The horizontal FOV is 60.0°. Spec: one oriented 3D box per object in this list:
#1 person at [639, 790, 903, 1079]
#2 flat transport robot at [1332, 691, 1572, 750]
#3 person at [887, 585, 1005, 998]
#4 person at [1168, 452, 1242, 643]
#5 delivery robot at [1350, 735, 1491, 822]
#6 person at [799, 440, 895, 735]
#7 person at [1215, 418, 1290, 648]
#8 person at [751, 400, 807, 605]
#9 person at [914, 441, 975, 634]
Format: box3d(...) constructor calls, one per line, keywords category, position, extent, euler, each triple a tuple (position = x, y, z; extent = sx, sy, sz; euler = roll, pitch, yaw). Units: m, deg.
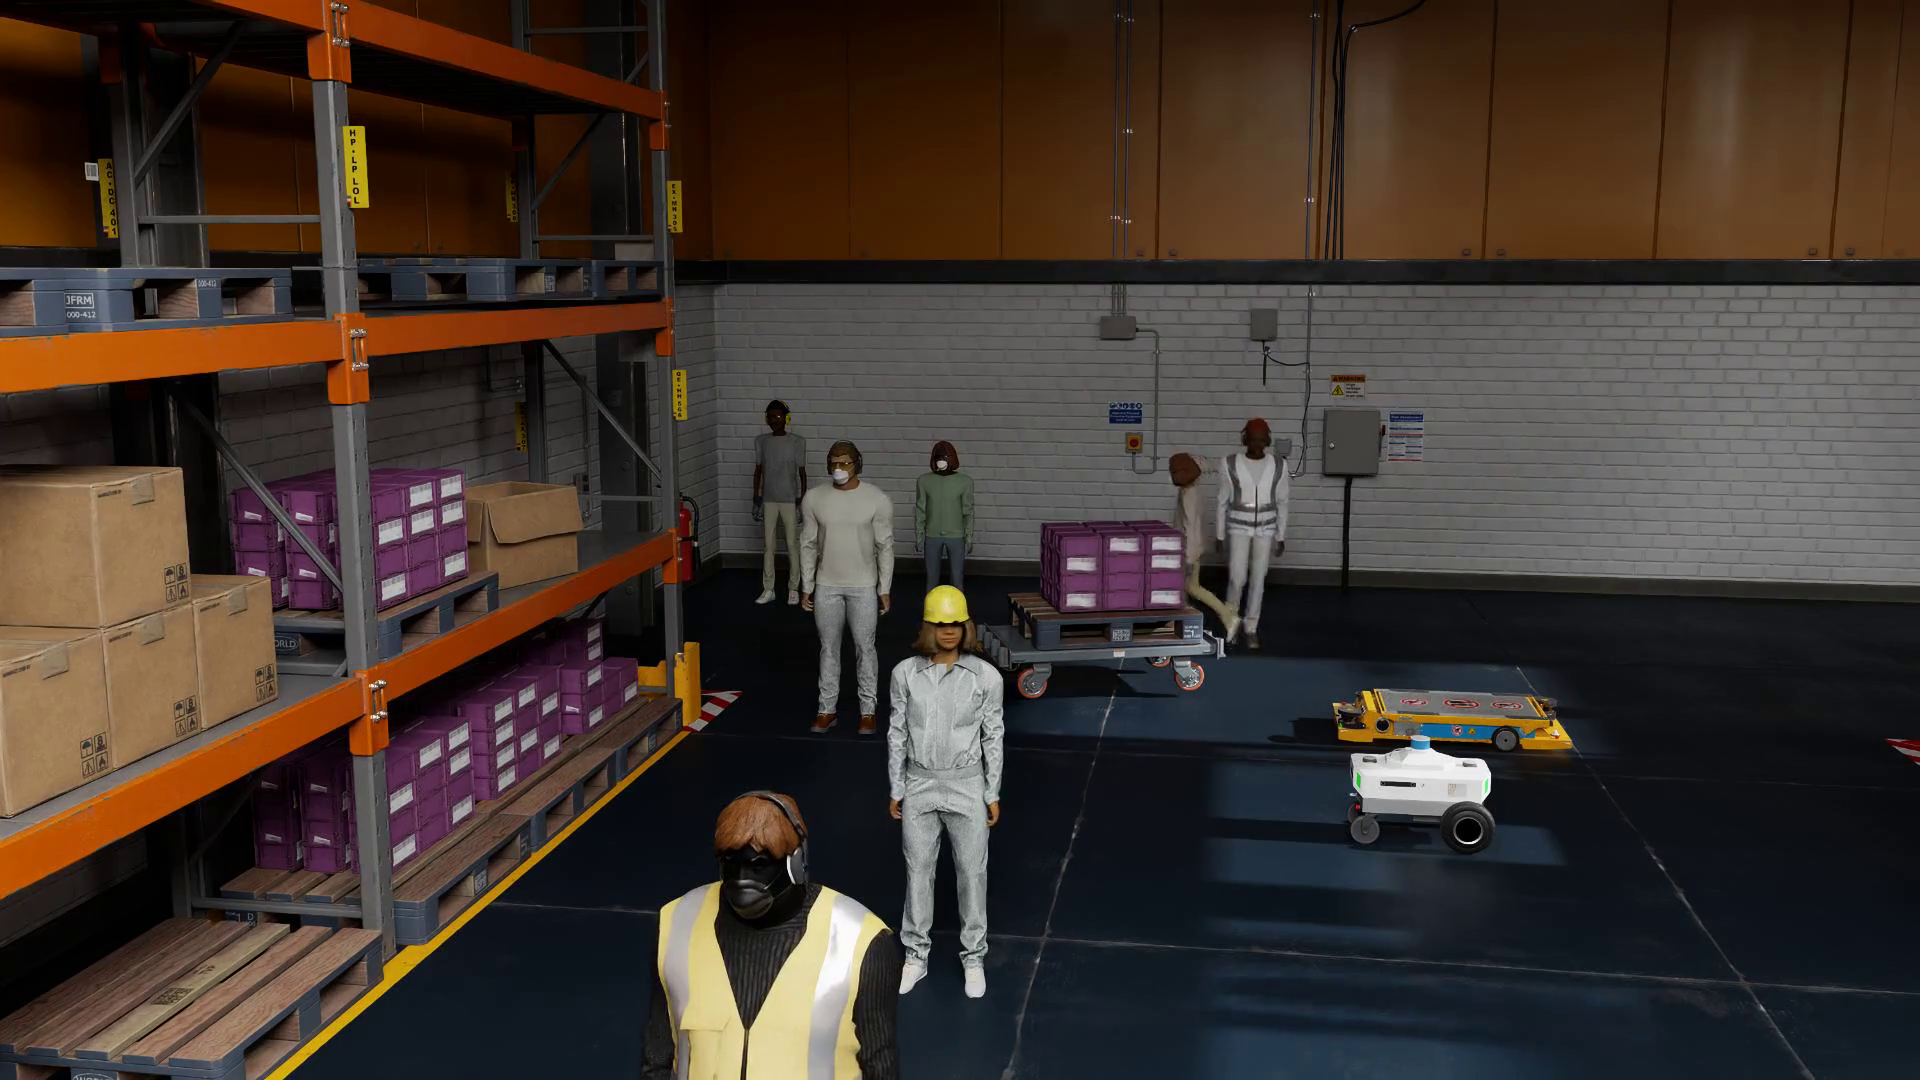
box3d(category="person", position=(-0.459, 1.486, 3.944), extent=(0.633, 1.843, 0.429), euler=(1, 9, 9))
box3d(category="flat transport robot", position=(3.174, 1.155, 10.818), extent=(1.431, 0.197, 0.652), euler=(1, 9, 9))
box3d(category="person", position=(-0.065, 1.046, 6.950), extent=(0.493, 1.746, 0.283), euler=(1, 9, 9))
box3d(category="person", position=(1.883, 0.095, 13.239), extent=(0.696, 1.606, 0.537), euler=(2, 9, 13))
box3d(category="delivery robot", position=(2.440, 1.284, 8.855), extent=(0.707, 0.478, 0.477), euler=(1, 9, 9))
box3d(category="person", position=(-0.747, 0.310, 10.895), extent=(0.636, 1.939, 0.364), euler=(1, 9, 9))
box3d(category="person", position=(2.338, -0.048, 13.312), extent=(0.570, 1.866, 0.423), euler=(0, 9, -3))
box3d(category="person", position=(-1.643, -0.340, 15.118), extent=(0.533, 1.871, 0.320), euler=(1, 9, 9))
box3d(category="person", position=(-0.131, -0.010, 13.809), extent=(0.507, 1.633, 0.278), euler=(1, 9, 9))
